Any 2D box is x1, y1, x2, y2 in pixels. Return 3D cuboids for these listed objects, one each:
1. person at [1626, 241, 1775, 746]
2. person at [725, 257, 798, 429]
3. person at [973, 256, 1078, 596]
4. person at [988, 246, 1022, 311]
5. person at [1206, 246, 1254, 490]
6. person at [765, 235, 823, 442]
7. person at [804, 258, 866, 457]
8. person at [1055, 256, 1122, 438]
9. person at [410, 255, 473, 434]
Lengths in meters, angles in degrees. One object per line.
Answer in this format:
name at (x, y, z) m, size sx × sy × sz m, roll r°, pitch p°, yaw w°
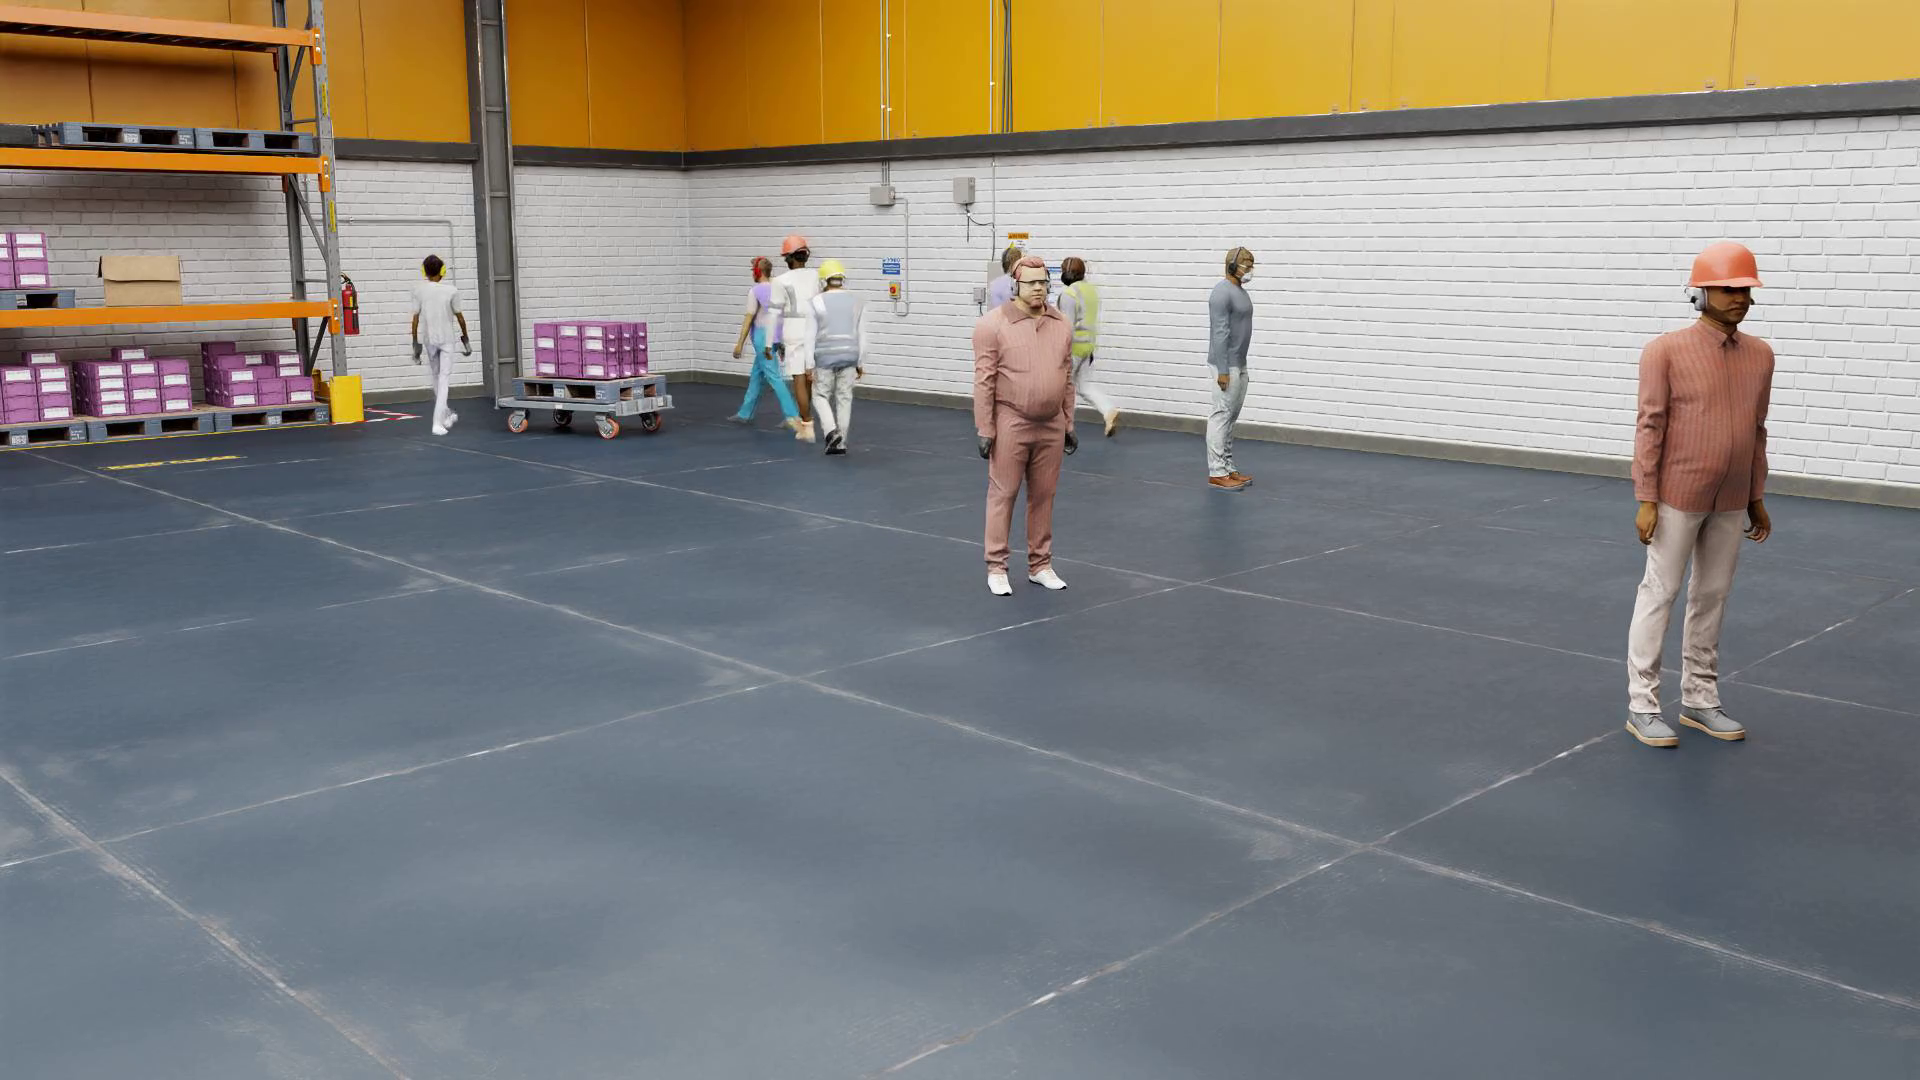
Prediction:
person at (2.958, -0.175, 6.622) m, size 0.611 × 1.994 × 0.378 m, roll -3°, pitch 11°, yaw -15°
person at (-2.066, -2.069, 17.498) m, size 0.974 × 1.797 × 0.568 m, roll 4°, pitch 11°, yaw 20°
person at (0.392, -0.641, 9.410) m, size 0.652 × 1.906 × 0.402 m, roll -5°, pitch 12°, yaw -27°
person at (0.589, -2.035, 17.002) m, size 0.635 × 1.916 × 0.854 m, roll -7°, pitch 12°, yaw -33°
person at (2.180, -1.377, 13.351) m, size 0.372 × 1.934 × 0.627 m, roll 5°, pitch 11°, yaw 24°
person at (-1.645, -1.990, 16.457) m, size 0.637 × 2.012 × 0.841 m, roll -7°, pitch 12°, yaw -33°
person at (-1.129, -1.634, 15.086) m, size 0.593 × 1.819 × 0.455 m, roll -4°, pitch 11°, yaw -23°
person at (1.180, -1.853, 16.264) m, size 0.721 × 1.824 × 0.632 m, roll 6°, pitch 12°, yaw 29°
person at (-5.345, -2.014, 17.143) m, size 0.521 × 1.816 × 0.965 m, roll 0°, pitch 10°, yaw 3°
